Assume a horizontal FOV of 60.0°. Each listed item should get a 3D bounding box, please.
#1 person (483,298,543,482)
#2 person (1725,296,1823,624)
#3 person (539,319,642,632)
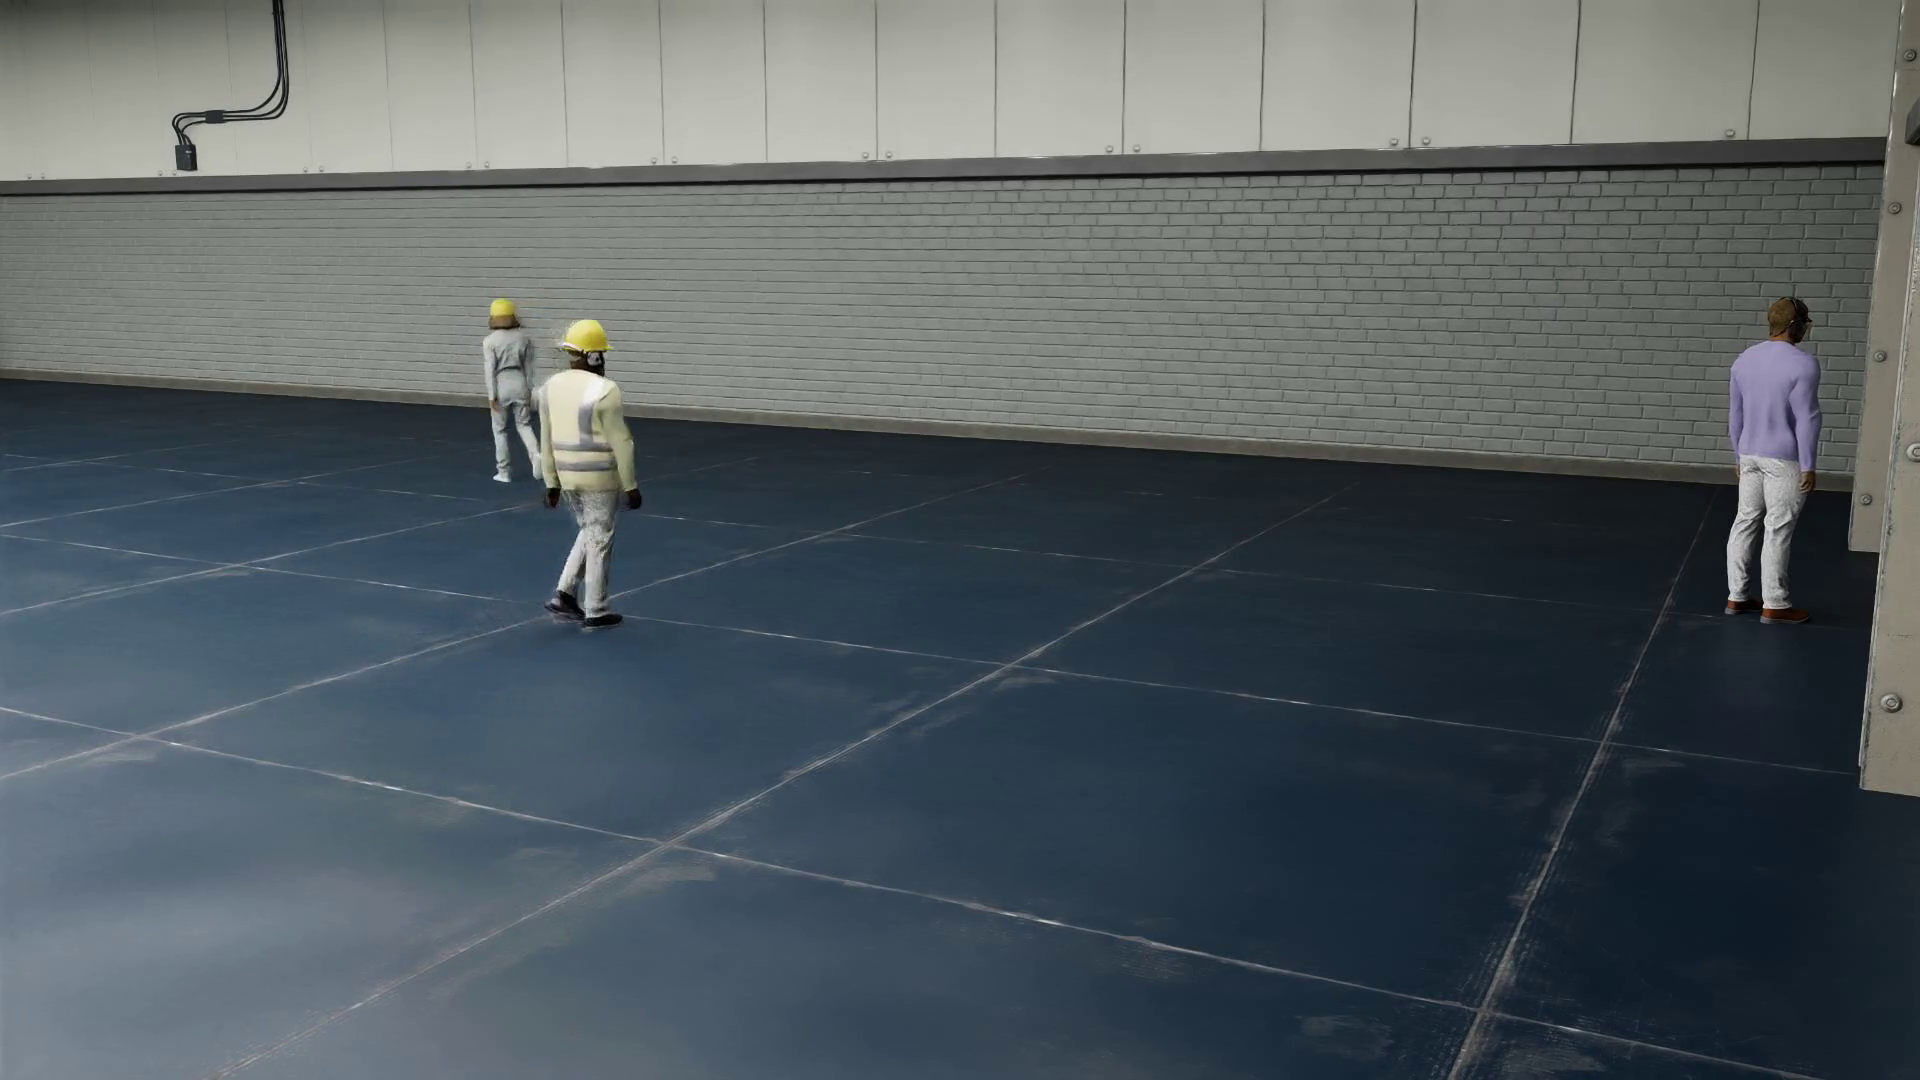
[{"bbox_3d":[-4.147,-1.374,15.383,0.492,1.725,0.641,-8,13,-37],"label":"person"},{"bbox_3d":[4.844,-0.472,9.900,0.368,1.940,0.631,-4,11,-19],"label":"person"},{"bbox_3d":[-2.120,-0.361,9.623,0.596,1.818,0.422,8,13,37],"label":"person"}]
